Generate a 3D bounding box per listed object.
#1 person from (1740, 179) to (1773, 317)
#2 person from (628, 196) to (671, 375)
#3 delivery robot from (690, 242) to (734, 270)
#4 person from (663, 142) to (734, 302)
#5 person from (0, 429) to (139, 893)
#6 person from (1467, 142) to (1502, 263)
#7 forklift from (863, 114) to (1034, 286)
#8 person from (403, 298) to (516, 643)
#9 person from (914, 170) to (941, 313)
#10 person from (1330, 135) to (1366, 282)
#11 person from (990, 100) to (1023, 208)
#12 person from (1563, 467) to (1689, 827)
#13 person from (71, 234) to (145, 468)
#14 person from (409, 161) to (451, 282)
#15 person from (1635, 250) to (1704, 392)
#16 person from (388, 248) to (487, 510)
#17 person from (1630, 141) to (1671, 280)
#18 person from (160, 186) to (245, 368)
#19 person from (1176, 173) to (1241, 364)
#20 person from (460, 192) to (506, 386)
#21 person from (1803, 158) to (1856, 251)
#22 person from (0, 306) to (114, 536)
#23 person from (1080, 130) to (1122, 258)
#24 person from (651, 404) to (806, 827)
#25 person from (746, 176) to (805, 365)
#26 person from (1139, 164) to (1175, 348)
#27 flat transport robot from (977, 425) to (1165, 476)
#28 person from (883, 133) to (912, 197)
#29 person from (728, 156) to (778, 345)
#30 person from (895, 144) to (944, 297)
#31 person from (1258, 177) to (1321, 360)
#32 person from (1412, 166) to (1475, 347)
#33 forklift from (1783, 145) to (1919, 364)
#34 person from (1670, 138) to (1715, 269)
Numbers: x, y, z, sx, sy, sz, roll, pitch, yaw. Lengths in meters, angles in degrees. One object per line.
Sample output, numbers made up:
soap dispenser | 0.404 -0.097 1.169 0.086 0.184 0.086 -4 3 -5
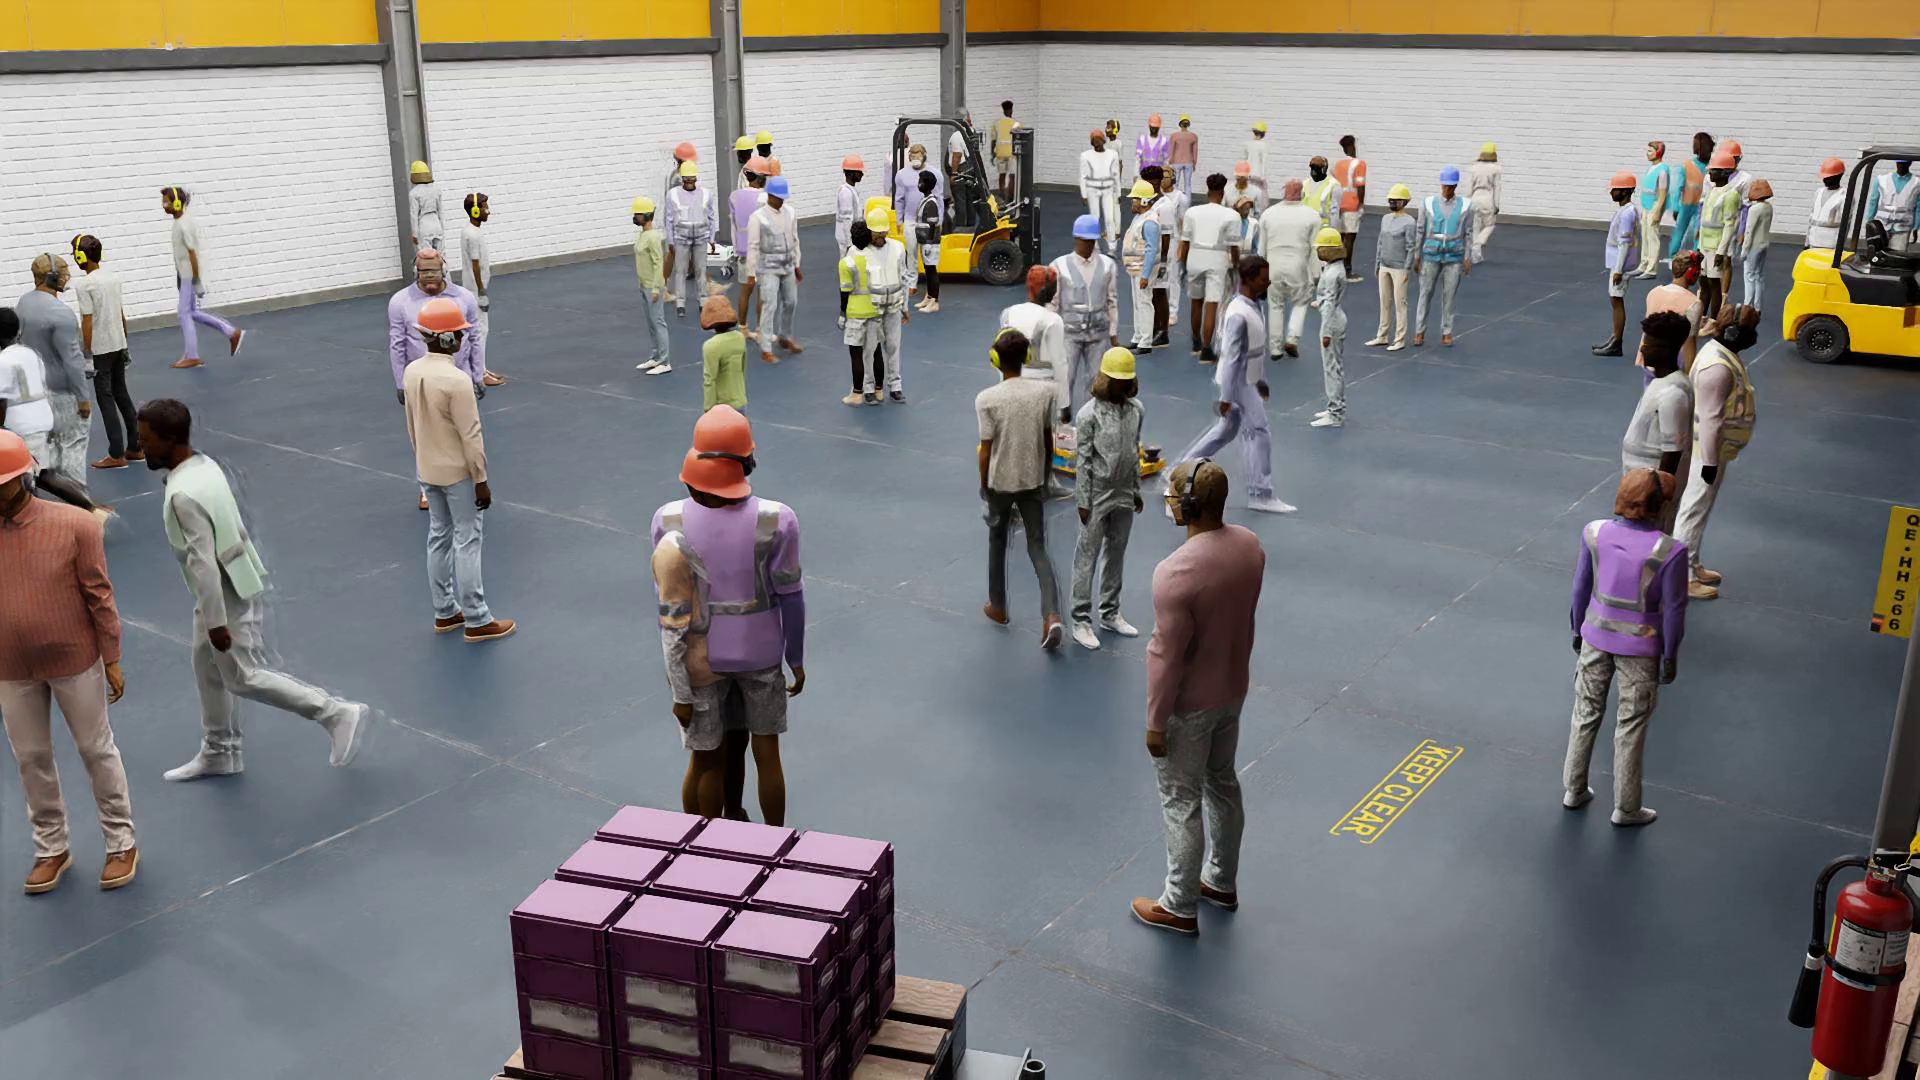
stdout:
person | 9.394 -3.433 19.672 0.502 1.628 0.288 -15 23 -39
person | -3.122 -2.544 16.658 0.319 1.767 0.534 -8 20 -24
delivery robot | -3.454 -3.899 22.701 0.707 0.478 0.477 1 18 3
person | -3.347 -3.917 20.606 1.054 1.977 0.635 -3 18 -10
person | -3.754 0.501 6.791 0.625 1.981 0.407 -4 18 -11
person | 7.501 -4.833 23.870 0.496 1.720 0.452 15 23 39
forklift | -0.171 -4.594 22.377 2.313 2.155 1.214 1 18 3
person | -2.912 -0.394 9.563 0.609 1.995 0.376 14 22 36
person | -0.390 -3.596 20.060 0.318 1.697 0.533 -3 18 -10
person | 5.284 -4.477 22.477 0.368 1.935 0.772 -9 20 -27
person | 0.886 -7.080 30.541 0.672 1.945 0.445 4 18 13
person | 2.958 0.476 7.421 0.313 1.636 0.517 -14 22 -36
person | -6.815 -1.493 13.235 0.341 1.857 0.524 2 18 7
person | -6.689 -3.871 20.867 0.320 1.737 0.487 12 21 33
person | 5.315 -1.263 12.538 0.388 1.837 0.561 -4 18 -12
person | -3.794 -1.174 12.147 0.655 1.905 0.407 -7 19 -22
person | 9.374 -4.448 22.488 0.395 1.843 0.564 1 18 4
person | -7.798 -2.686 16.968 0.679 1.853 0.523 -8 19 -23
person | 2.611 -2.834 17.332 0.640 1.921 0.776 7 19 22
person | -4.659 -2.427 16.147 0.322 1.862 0.512 -6 19 -17
person | 9.907 -3.406 19.092 0.377 1.928 0.542 -6 19 -17
person | -6.215 -0.751 11.225 0.793 1.657 0.601 -3 18 -8
person | 2.093 -5.071 24.449 0.652 1.833 0.787 -2 18 -6
person | -0.930 0.450 6.839 0.605 2.048 0.365 0 18 1
person | -1.906 -2.815 17.269 0.588 1.919 0.816 16 23 40
person | 2.106 -3.070 18.008 0.392 1.954 0.609 -5 18 -15
flat transport robot | 0.880 -0.726 13.389 1.431 0.197 0.652 16 23 40
person | -0.828 -5.022 24.299 0.621 1.838 0.429 -6 19 -18
person | -2.209 -3.140 18.111 0.613 2.028 0.409 11 21 30
person | -0.518 -4.039 21.080 0.635 1.929 0.385 3 18 11
person | 3.412 -2.800 17.267 0.673 1.884 0.403 6 19 19
person | 5.215 -3.062 17.986 0.615 1.943 0.409 5 18 14
forklift | 9.803 -2.879 17.013 2.313 2.155 1.214 12 21 33
person | 10.158 -4.614 23.004 0.623 1.850 1.063 0 18 1
